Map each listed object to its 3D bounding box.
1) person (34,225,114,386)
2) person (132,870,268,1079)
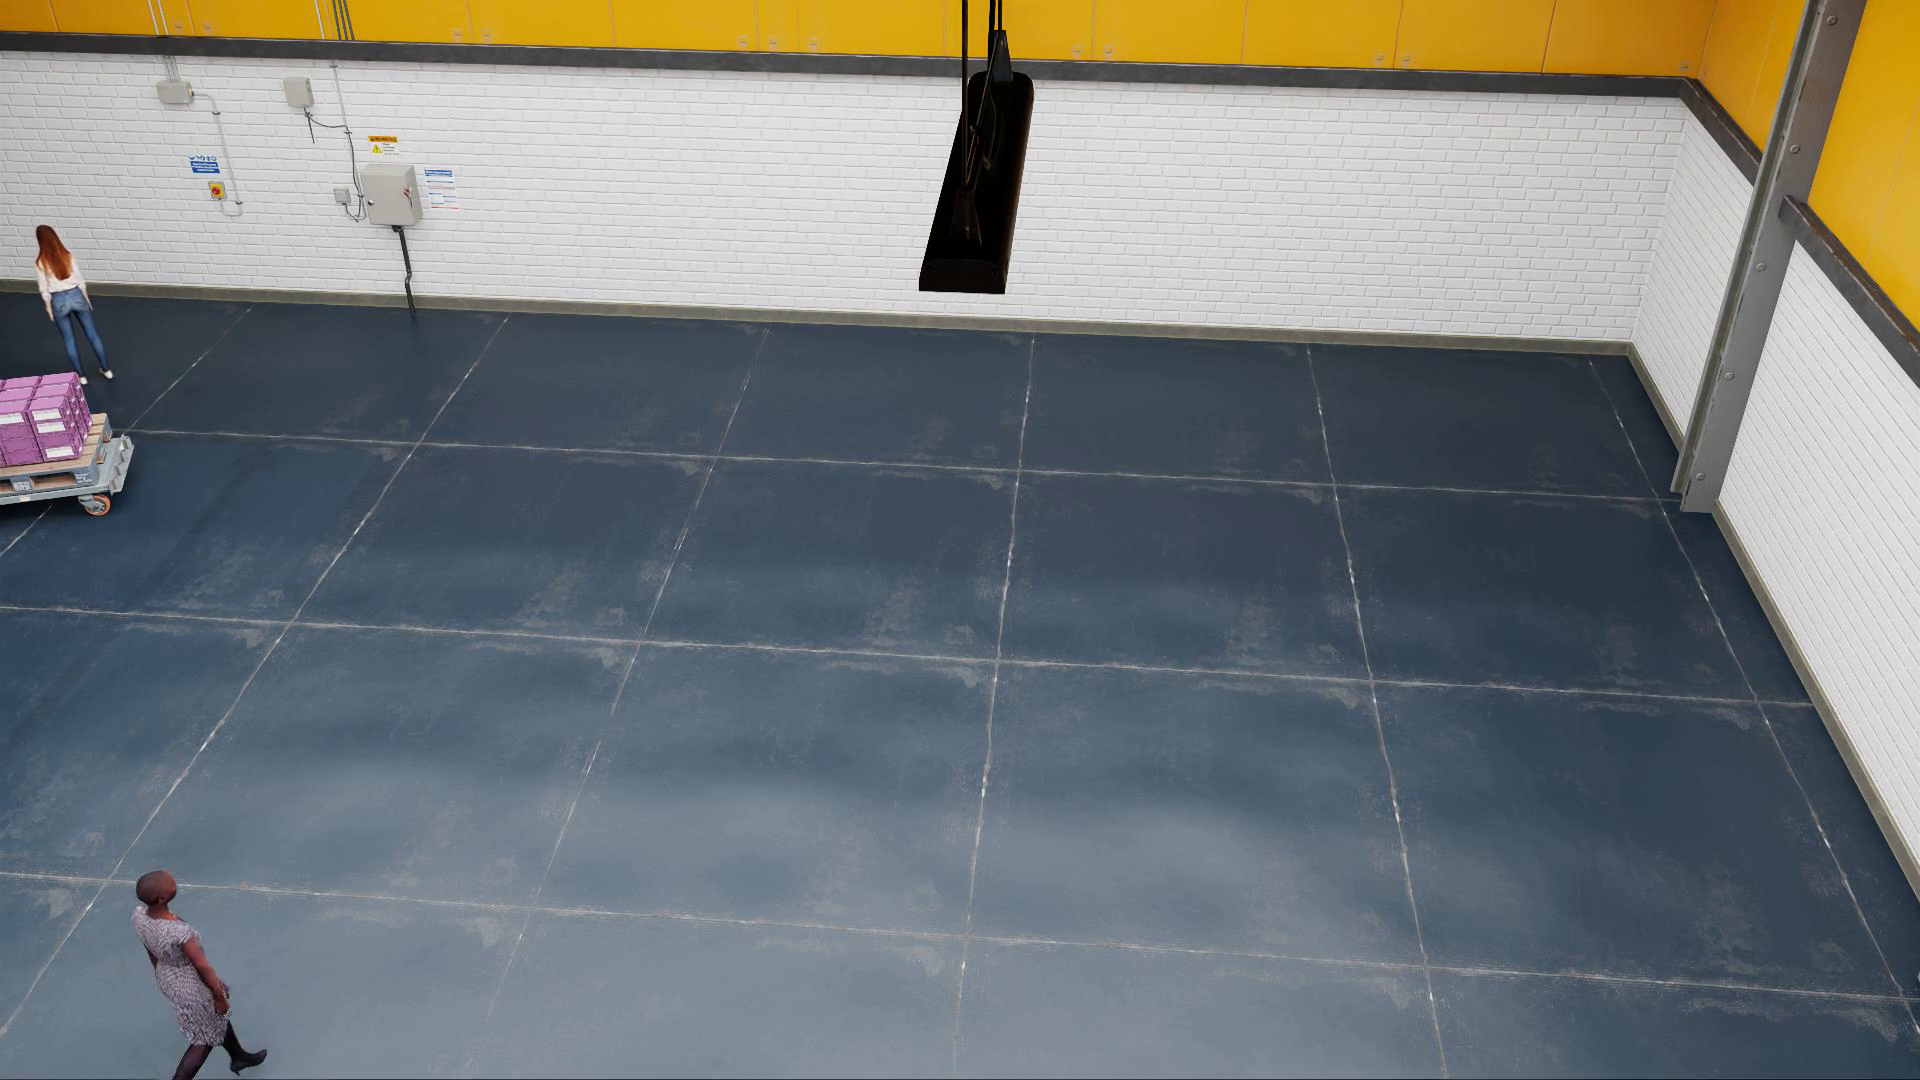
[{"bbox_3d":[-9.155,-2.423,17.097,0.642,1.727,0.692,-23,40,-31],"label":"person"},{"bbox_3d":[-4.455,2.629,9.463,0.902,1.763,1.144,17,37,23],"label":"person"}]
